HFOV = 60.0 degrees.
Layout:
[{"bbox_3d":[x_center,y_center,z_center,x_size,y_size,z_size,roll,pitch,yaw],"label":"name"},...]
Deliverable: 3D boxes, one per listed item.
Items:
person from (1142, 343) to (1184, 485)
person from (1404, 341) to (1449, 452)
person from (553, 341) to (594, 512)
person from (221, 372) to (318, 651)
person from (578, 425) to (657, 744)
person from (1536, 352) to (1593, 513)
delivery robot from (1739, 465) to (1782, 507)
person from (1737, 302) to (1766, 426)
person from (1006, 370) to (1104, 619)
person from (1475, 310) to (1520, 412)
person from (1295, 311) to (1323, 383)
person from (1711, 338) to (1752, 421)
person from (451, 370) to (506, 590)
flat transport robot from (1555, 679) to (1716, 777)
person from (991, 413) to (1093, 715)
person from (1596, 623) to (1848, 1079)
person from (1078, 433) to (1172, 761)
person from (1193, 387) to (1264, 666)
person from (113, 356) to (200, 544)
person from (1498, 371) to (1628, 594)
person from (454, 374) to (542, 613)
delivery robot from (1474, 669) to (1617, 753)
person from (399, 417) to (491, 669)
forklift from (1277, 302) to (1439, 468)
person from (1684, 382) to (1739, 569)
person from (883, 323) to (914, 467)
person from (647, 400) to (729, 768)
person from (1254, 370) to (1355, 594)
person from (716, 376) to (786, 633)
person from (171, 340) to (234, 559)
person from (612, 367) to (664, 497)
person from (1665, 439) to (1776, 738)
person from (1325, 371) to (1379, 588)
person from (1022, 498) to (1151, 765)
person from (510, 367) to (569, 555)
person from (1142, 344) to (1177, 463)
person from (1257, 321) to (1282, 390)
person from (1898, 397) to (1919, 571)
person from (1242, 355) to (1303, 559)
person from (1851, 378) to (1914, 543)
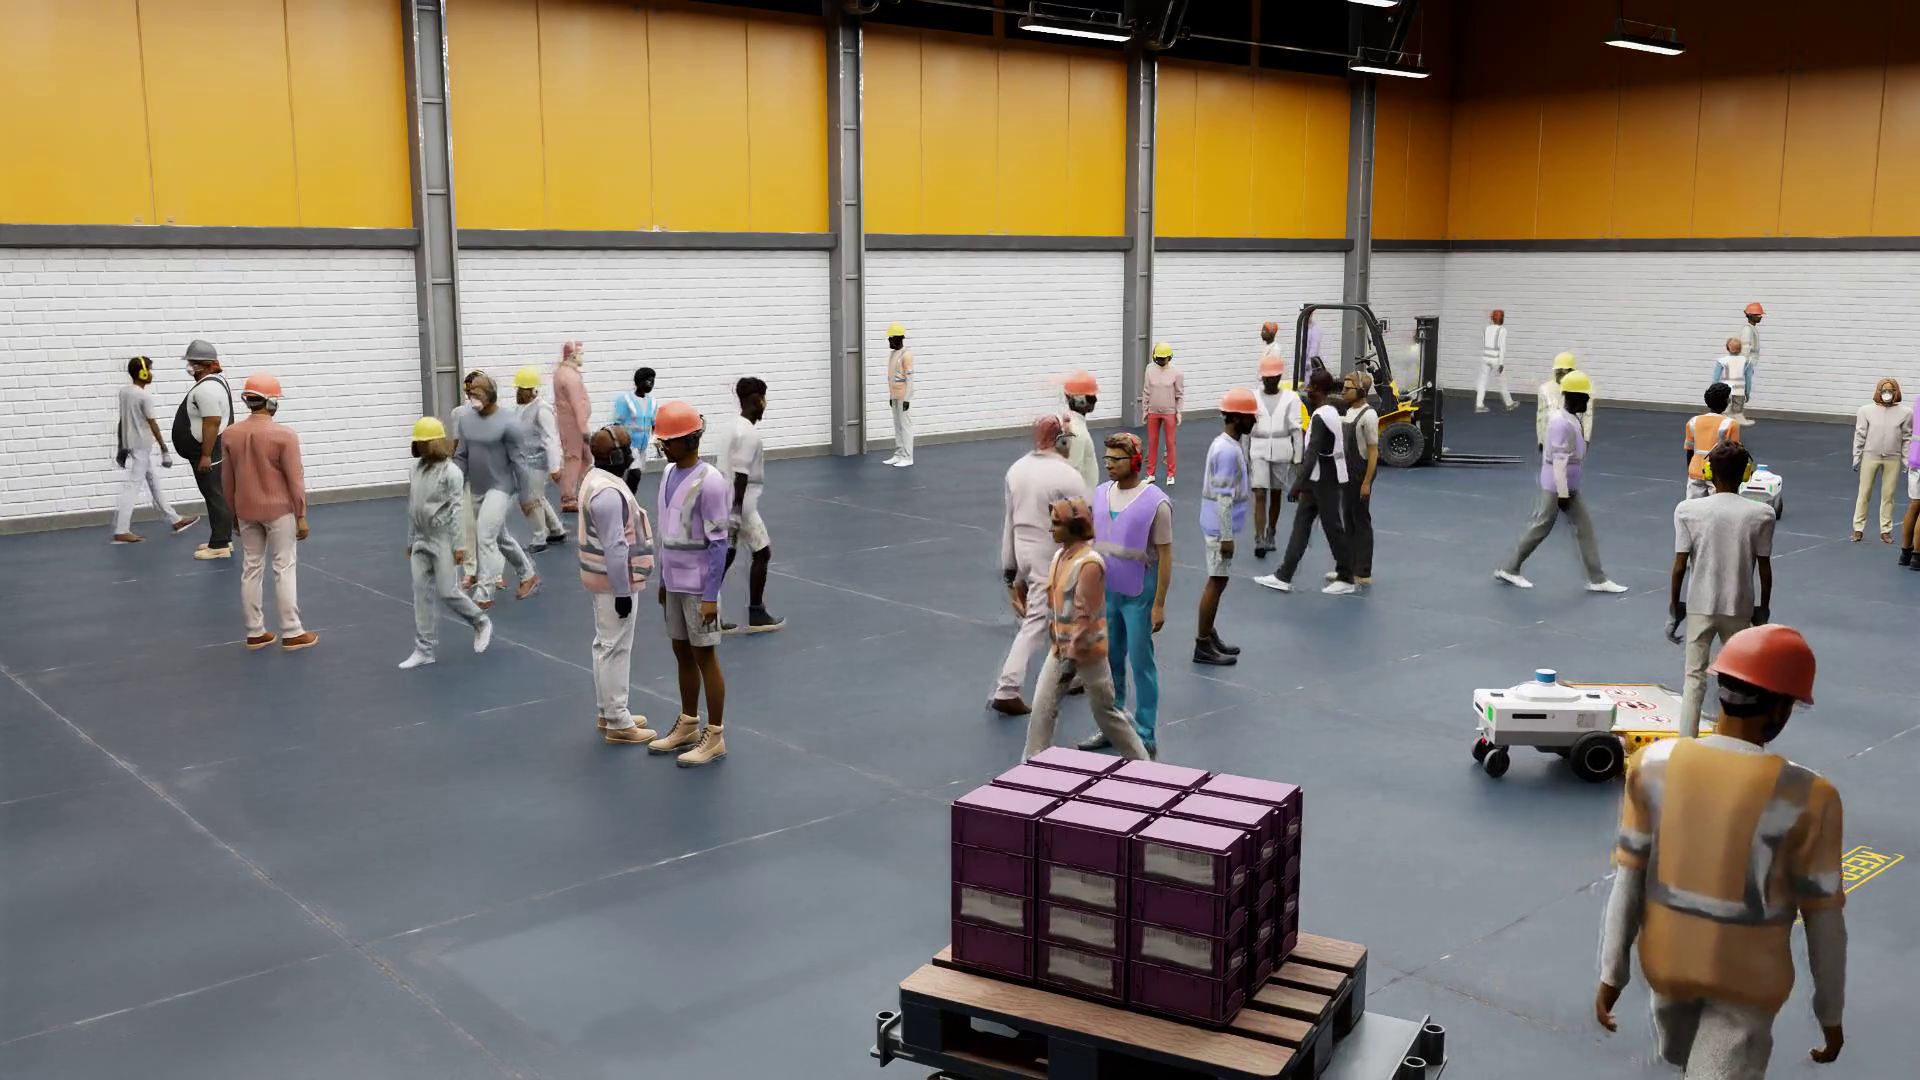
[{"bbox_3d":[2.492,-1.552,20.499,0.524,1.760,0.327,4,11,24],"label":"person"},{"bbox_3d":[6.600,-2.175,24.068,0.974,1.804,0.626,5,11,29],"label":"person"},{"bbox_3d":[-4.218,-1.238,18.268,0.452,1.891,0.656,-3,10,-18],"label":"person"},{"bbox_3d":[-4.940,-0.199,11.892,0.622,1.990,0.402,2,10,11],"label":"person"},{"bbox_3d":[-1.990,0.254,9.672,0.429,1.847,0.626,-3,10,-18],"label":"person"},{"bbox_3d":[6.523,-1.136,17.973,0.584,1.793,0.923,5,11,25],"label":"person"},{"bbox_3d":[8.662,-0.570,17.992,0.477,0.478,0.707,6,12,32],"label":"delivery robot"},{"bbox_3d":[13.136,-2.921,27.674,0.379,2.045,0.605,5,11,28],"label":"person"},{"bbox_3d":[0.808,-0.298,12.534,0.797,1.976,0.620,-1,10,-8],"label":"person"},{"bbox_3d":[9.717,-3.225,30.060,0.965,1.831,0.608,-5,11,-26],"label":"person"},{"bbox_3d":[6.078,-3.118,29.248,0.422,1.902,0.681,-5,11,-26],"label":"person"},{"bbox_3d":[11.199,-2.129,24.244,0.540,1.619,0.560,0,10,1],"label":"person"},{"bbox_3d":[-4.047,-0.505,14.064,0.518,1.865,0.329,-1,10,-6],"label":"person"},{"bbox_3d":[3.916,1.061,9.547,0.652,0.197,1.431,1,10,3],"label":"flat transport robot"},{"bbox_3d":[0.550,0.139,10.335,1.008,1.859,0.669,-7,12,-35],"label":"person"},{"bbox_3d":[2.008,1.154,4.414,1.087,1.859,0.566,-9,13,-42],"label":"person"},{"bbox_3d":[0.945,0.312,9.324,0.374,1.843,0.574,-8,13,-40],"label":"person"},{"bbox_3d":[1.863,-0.095,11.517,0.434,1.924,0.556,2,10,12],"label":"person"},{"bbox_3d":[-8.038,-0.903,16.515,0.571,1.817,0.975,7,12,37],"label":"person"},{"bbox_3d":[5.077,-0.489,13.972,1.027,1.874,0.597,7,12,36],"label":"person"},{"bbox_3d":[-3.701,-0.395,13.340,0.617,1.897,0.958,6,11,32],"label":"person"},{"bbox_3d":[3.190,0.950,9.094,0.707,0.478,0.477,1,10,3],"label":"delivery robot"},{"bbox_3d":[-3.602,0.005,11.470,0.500,1.730,0.621,6,11,31],"label":"person"},{"bbox_3d":[5.320,-2.157,22.763,2.313,2.155,1.214,3,10,16],"label":"forklift"},{"bbox_3d":[6.707,-0.555,14.837,0.319,1.697,0.533,-6,11,-30],"label":"person"},{"bbox_3d":[-0.814,-1.943,22.289,0.386,1.928,0.589,-4,11,-24],"label":"person"},{"bbox_3d":[-1.517,0.239,9.211,0.387,2.034,0.605,-8,12,-38],"label":"person"},{"bbox_3d":[2.911,-0.475,13.885,0.882,1.858,0.575,1,10,4],"label":"person"},{"bbox_3d":[-1.638,-0.253,12.403,0.782,1.915,0.623,-5,11,-28],"label":"person"},{"bbox_3d":[-7.074,-0.851,15.567,0.539,2.000,0.689,-3,10,-16],"label":"person"},{"bbox_3d":[-3.406,-0.986,17.448,0.550,1.653,0.556,6,11,32],"label":"person"},{"bbox_3d":[4.005,0.397,8.780,0.508,1.865,0.329,4,10,20],"label":"person"},{"bbox_3d":[3.372,-0.517,14.183,0.332,1.844,0.518,-2,10,-10],"label":"person"},{"bbox_3d":[0.638,0.568,8.544,0.851,1.597,0.510,-4,11,-23],"label":"person"},{"bbox_3d":[-3.975,-0.752,15.761,0.612,1.787,0.641,-7,12,-34],"label":"person"},{"bbox_3d":[2.725,-1.862,22.678,0.497,1.632,0.289,7,12,34],"label":"person"},{"bbox_3d":[4.451,-2.202,23.953,0.339,1.886,0.576,0,10,-1],"label":"person"},{"bbox_3d":[8.734,-0.678,14.905,0.397,1.930,0.539,1,10,4],"label":"person"},{"bbox_3d":[2.918,-0.780,15.590,0.568,1.883,0.983,2,10,9],"label":"person"},{"bbox_3d":[9.058,-0.781,16.349,0.507,1.632,0.264,4,10,22],"label":"person"}]
